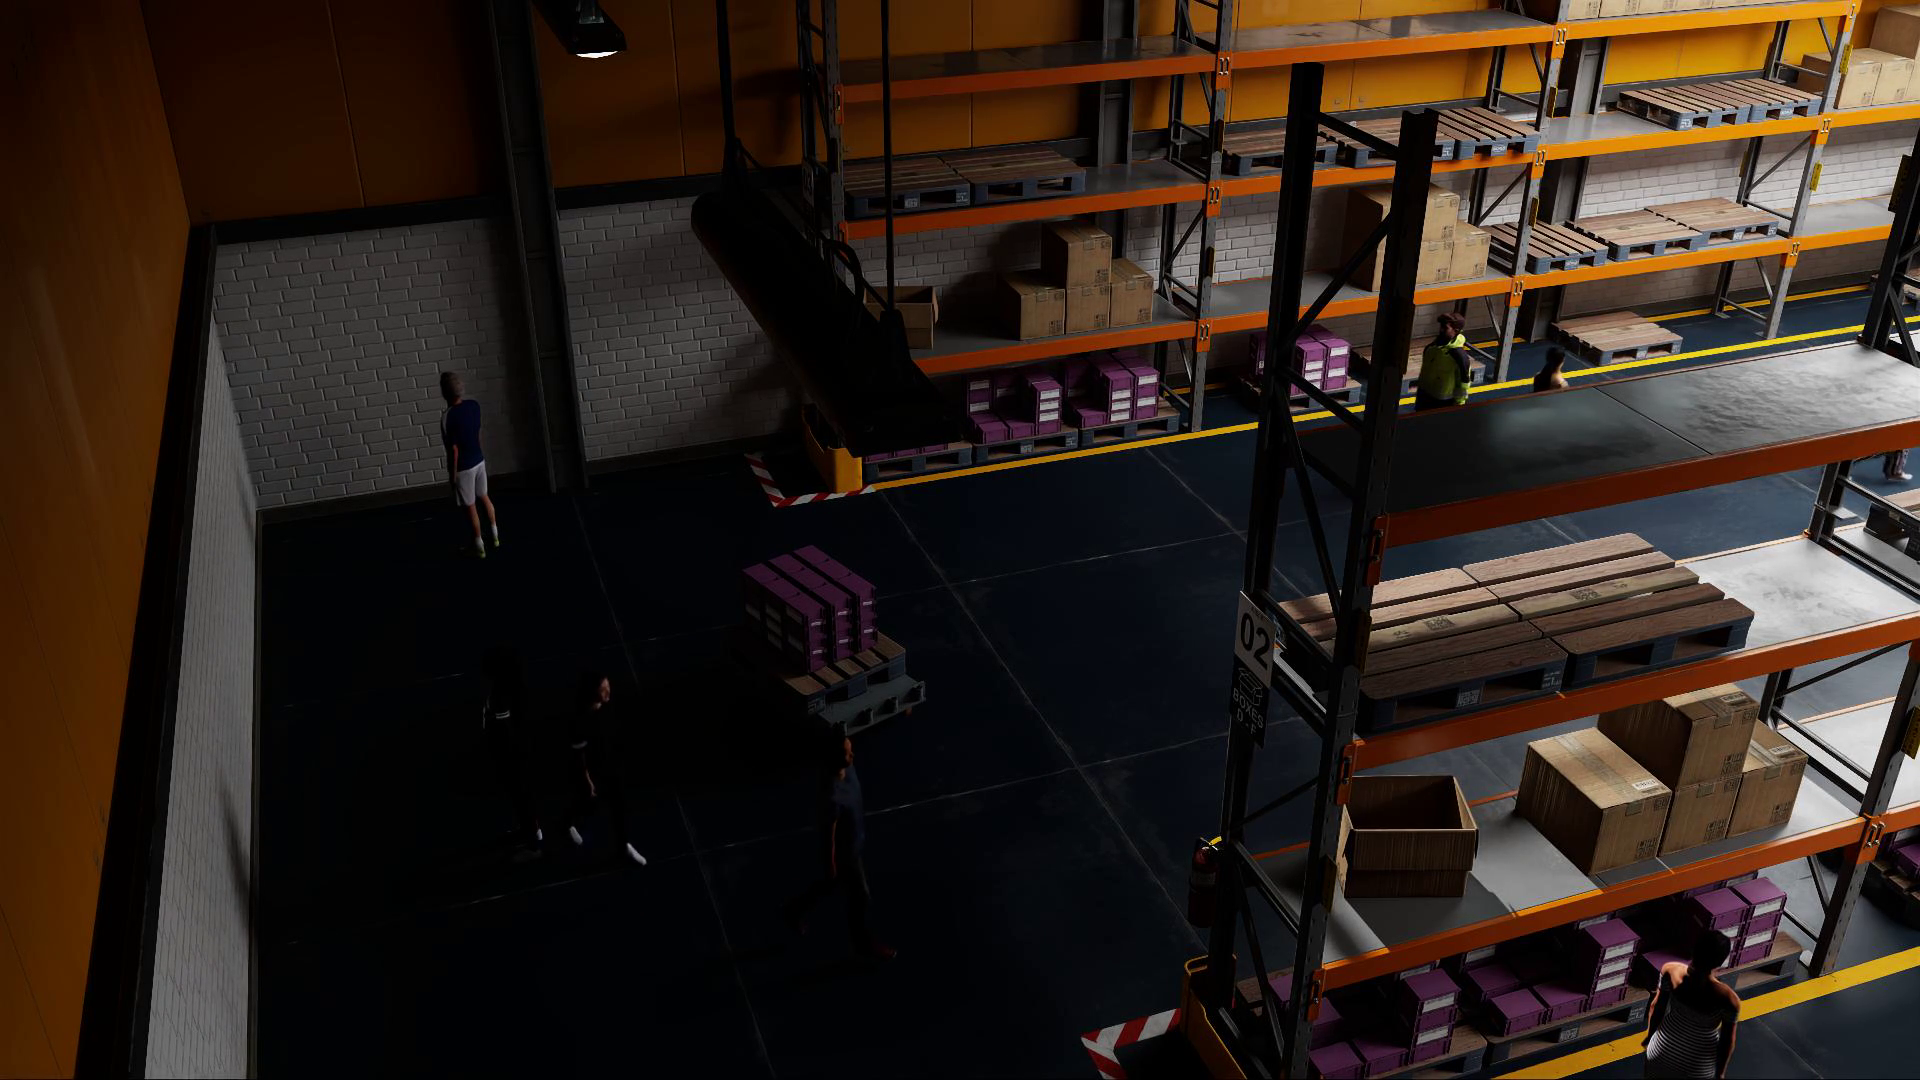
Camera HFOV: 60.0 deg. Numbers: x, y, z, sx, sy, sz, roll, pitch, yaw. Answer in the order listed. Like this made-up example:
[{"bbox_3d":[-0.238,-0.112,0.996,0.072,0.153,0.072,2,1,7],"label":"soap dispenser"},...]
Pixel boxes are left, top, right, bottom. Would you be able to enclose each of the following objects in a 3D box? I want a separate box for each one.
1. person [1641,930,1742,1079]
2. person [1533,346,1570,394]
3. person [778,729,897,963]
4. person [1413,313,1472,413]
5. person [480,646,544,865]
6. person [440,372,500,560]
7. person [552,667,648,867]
[{"bbox_3d":[3.909,2.837,9.040,0.683,1.822,0.675,25,37,38],"label":"person"},{"bbox_3d":[5.634,-1.033,16.263,0.901,1.701,0.747,-19,34,-31],"label":"person"},{"bbox_3d":[-0.840,1.957,10.691,1.154,1.787,0.970,4,29,8],"label":"person"},{"bbox_3d":[4.770,-1.327,16.509,0.687,1.982,0.804,-14,32,-24],"label":"person"},{"bbox_3d":[-3.135,1.480,11.628,0.645,1.728,0.663,-3,29,-6],"label":"person"},{"bbox_3d":[-4.606,-0.709,15.528,0.751,1.836,0.707,11,30,19],"label":"person"},{"bbox_3d":[-2.597,1.576,11.570,1.030,1.615,0.988,13,31,22],"label":"person"}]
